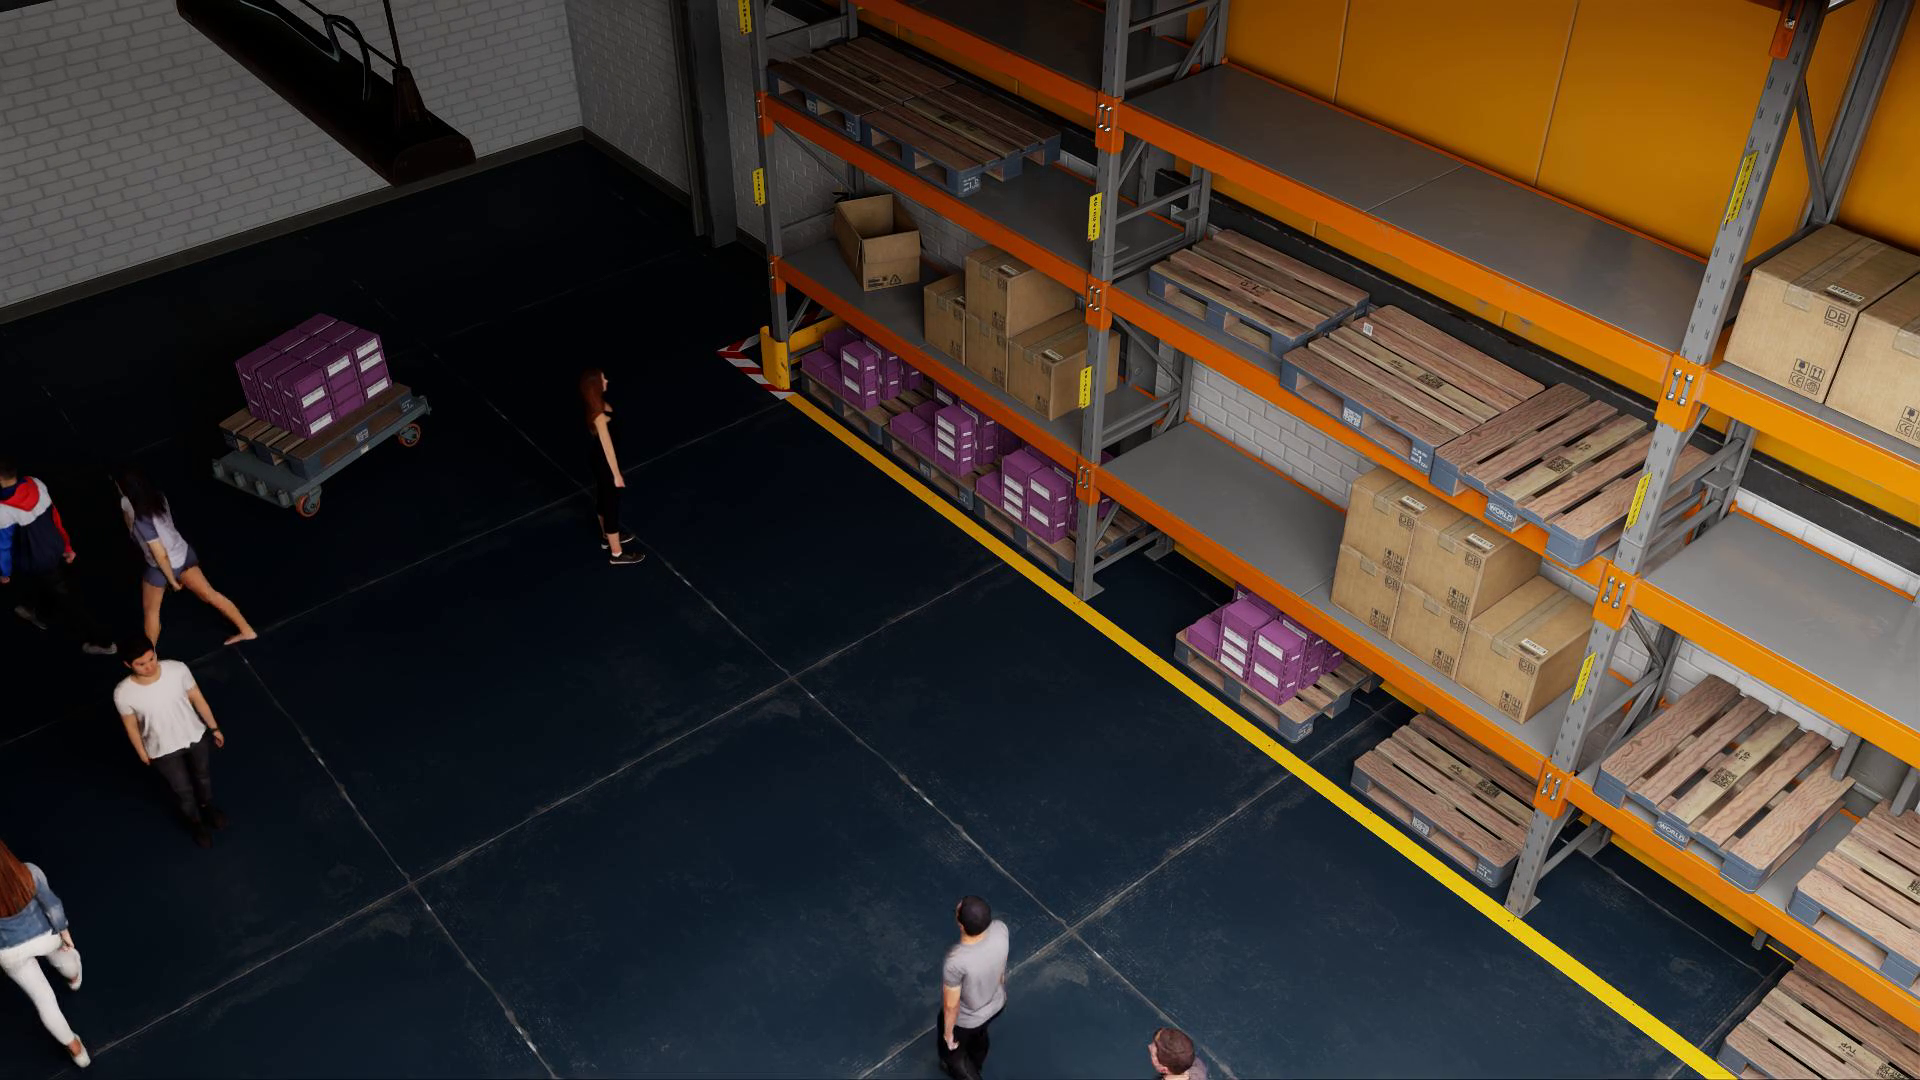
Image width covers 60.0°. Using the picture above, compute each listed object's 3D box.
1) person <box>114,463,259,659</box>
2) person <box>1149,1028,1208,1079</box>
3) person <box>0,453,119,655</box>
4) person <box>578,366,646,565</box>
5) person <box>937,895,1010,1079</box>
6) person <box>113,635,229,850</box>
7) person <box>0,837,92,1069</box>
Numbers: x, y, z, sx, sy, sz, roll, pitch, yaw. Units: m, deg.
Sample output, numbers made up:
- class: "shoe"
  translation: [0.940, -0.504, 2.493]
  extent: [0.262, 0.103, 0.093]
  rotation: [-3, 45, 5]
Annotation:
- class: "person"
  translation: [-5.560, 0.170, 11.920]
  extent: [1.093, 1.673, 1.133]
  rotation: [-4, 39, -5]
- class: "person"
  translation: [1.113, 3.084, 8.162]
  extent: [1.230, 1.810, 0.898]
  rotation: [21, 43, 25]
- class: "person"
  translation: [-6.498, 0.147, 11.916]
  extent: [1.201, 1.713, 1.091]
  rotation: [6, 39, 8]
- class: "person"
  translation: [-2.743, -0.591, 12.831]
  extent: [0.684, 1.726, 0.541]
  rotation: [-15, 41, -18]
- class: "person"
  translation: [0.113, 2.536, 8.906]
  extent: [0.648, 1.737, 0.922]
  rotation: [-31, 48, -33]
- class: "person"
  translation: [-5.033, 1.209, 10.594]
  extent: [0.636, 1.705, 0.654]
  rotation: [30, 48, 32]
- class: "person"
  translation: [-5.162, 2.312, 9.250]
  extent: [0.696, 1.658, 1.077]
  rotation: [-23, 44, -26]
